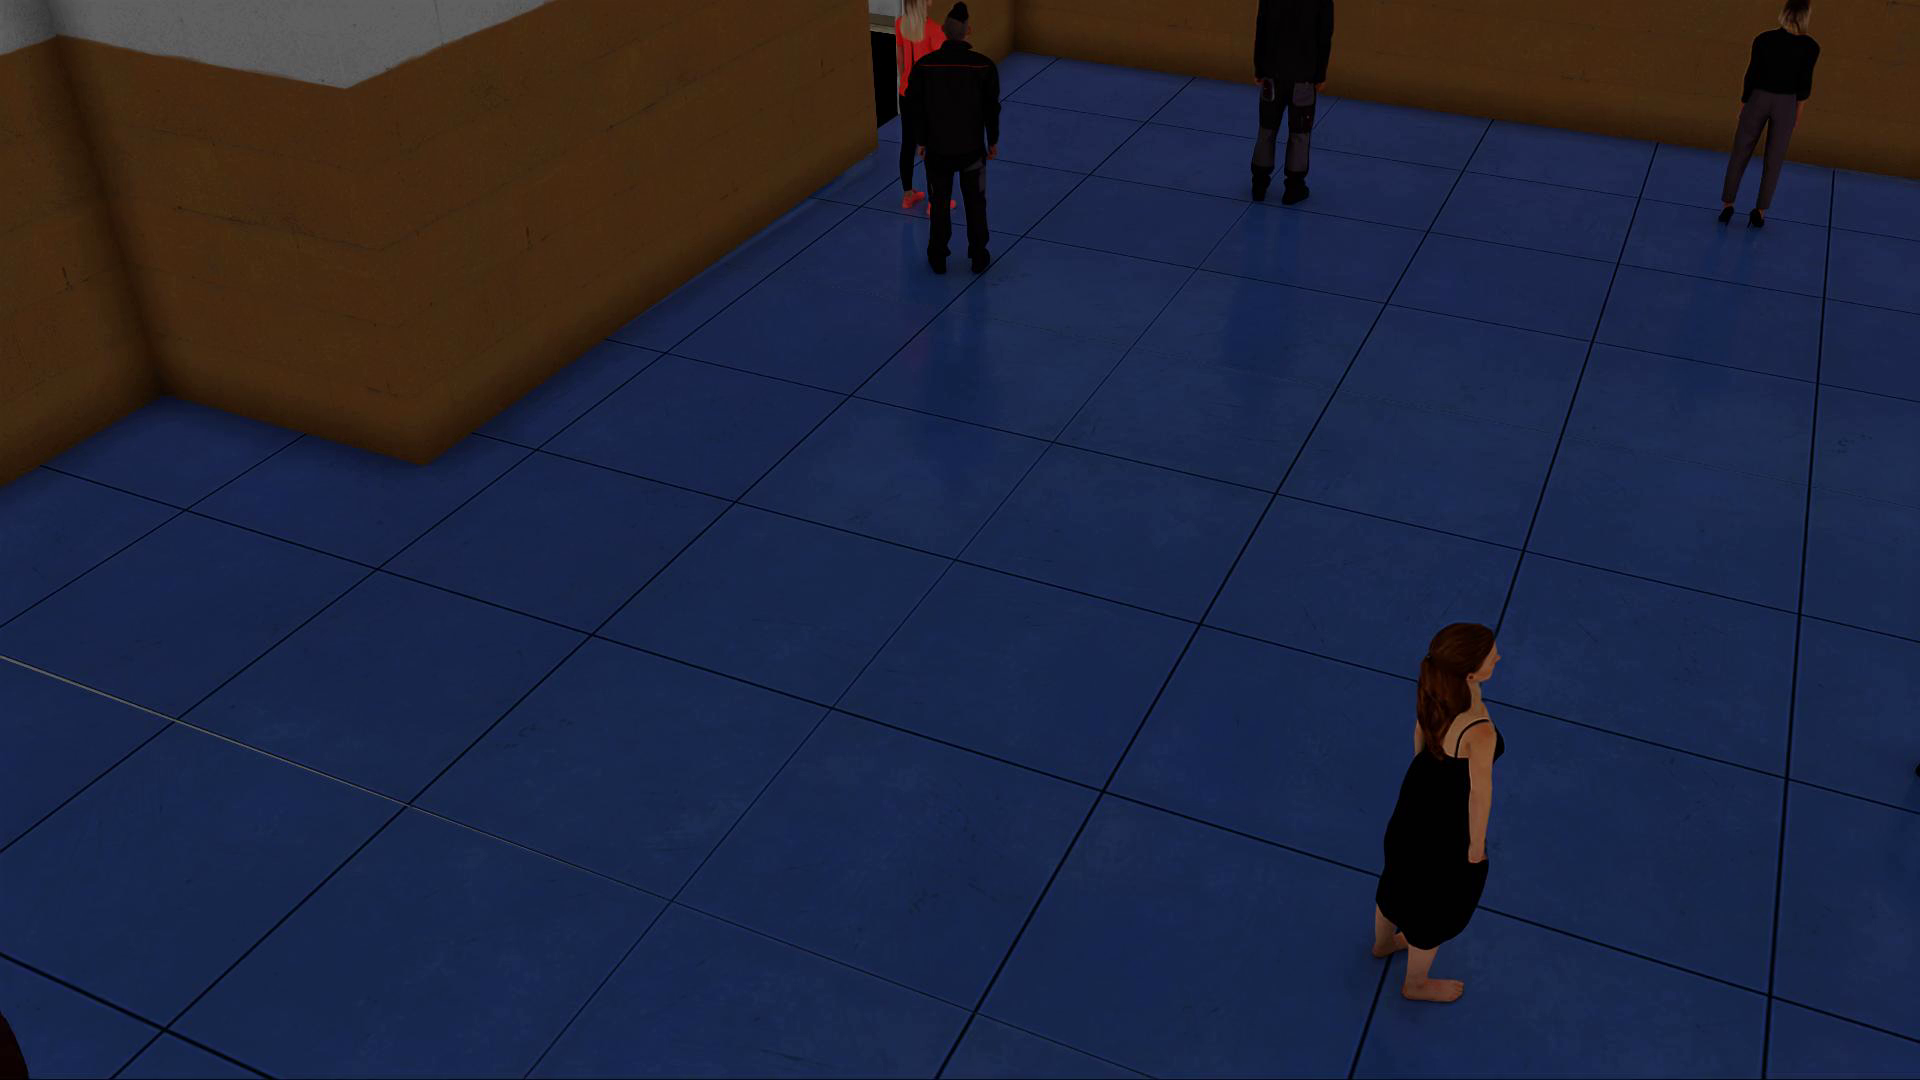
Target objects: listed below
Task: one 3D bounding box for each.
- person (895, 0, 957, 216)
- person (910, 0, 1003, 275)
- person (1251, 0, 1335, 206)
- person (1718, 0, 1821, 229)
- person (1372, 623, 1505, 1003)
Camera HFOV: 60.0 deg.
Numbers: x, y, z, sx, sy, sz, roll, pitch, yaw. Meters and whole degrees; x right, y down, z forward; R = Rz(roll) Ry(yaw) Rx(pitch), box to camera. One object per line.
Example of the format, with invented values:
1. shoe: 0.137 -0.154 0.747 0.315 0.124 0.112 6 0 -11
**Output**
1. person: -0.279 -3.222 12.108 0.549 1.693 0.703 24 41 32
2. person: -0.021 -2.685 11.130 0.723 1.861 0.906 1 34 2
3. person: 2.420 -3.437 12.204 0.536 1.946 0.770 12 36 18
4. person: 5.761 -3.035 11.847 0.472 1.672 0.662 17 37 24
5. person: 1.692 0.957 5.888 0.730 1.625 0.675 -9 35 -14
